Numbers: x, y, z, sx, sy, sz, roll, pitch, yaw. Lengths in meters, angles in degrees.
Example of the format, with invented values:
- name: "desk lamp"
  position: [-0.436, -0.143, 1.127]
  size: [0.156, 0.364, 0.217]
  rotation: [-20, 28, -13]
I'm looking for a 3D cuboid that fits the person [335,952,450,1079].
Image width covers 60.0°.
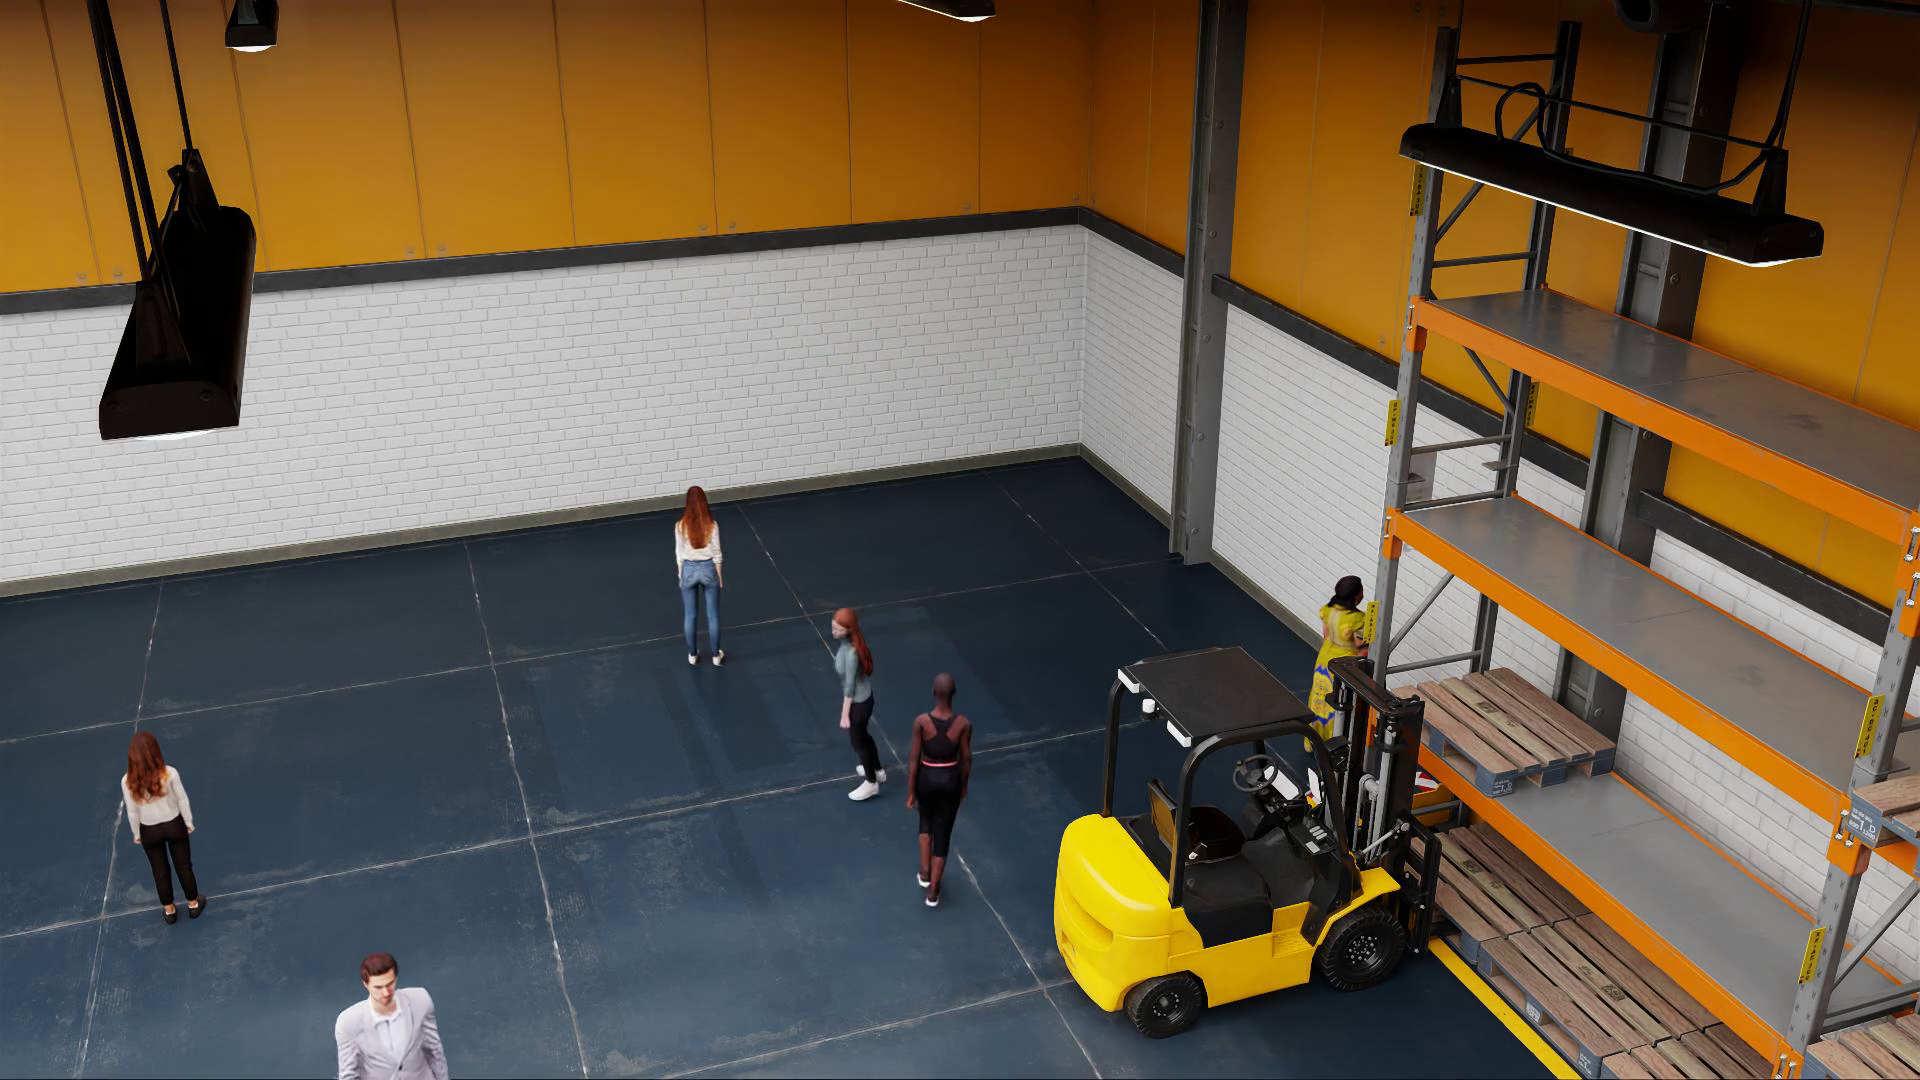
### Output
- name: "person"
  position: [-3.051, 2.944, 8.949]
  size: [0.758, 1.845, 0.719]
  rotation: [-14, 27, -30]

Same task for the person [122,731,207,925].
- name: "person"
  position: [-5.544, 1.999, 11.559]
  size: [0.536, 1.485, 0.492]
  rotation: [-9, 25, -20]

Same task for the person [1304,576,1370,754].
- name: "person"
  position: [3.111, 1.047, 13.519]
  size: [0.984, 1.661, 0.807]
  rotation: [-15, 28, -30]

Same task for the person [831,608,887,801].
- name: "person"
  position: [-0.757, 1.267, 12.958]
  size: [0.862, 1.707, 0.682]
  rotation: [5, 24, 11]

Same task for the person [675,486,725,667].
- name: "person"
  position: [-2.366, 0.320, 15.095]
  size: [0.613, 1.729, 0.588]
  rotation: [-2, 24, -5]

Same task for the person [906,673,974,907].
- name: "person"
  position: [-0.148, 1.803, 11.693]
  size: [0.742, 1.737, 0.793]
  rotation: [0, 24, -1]
